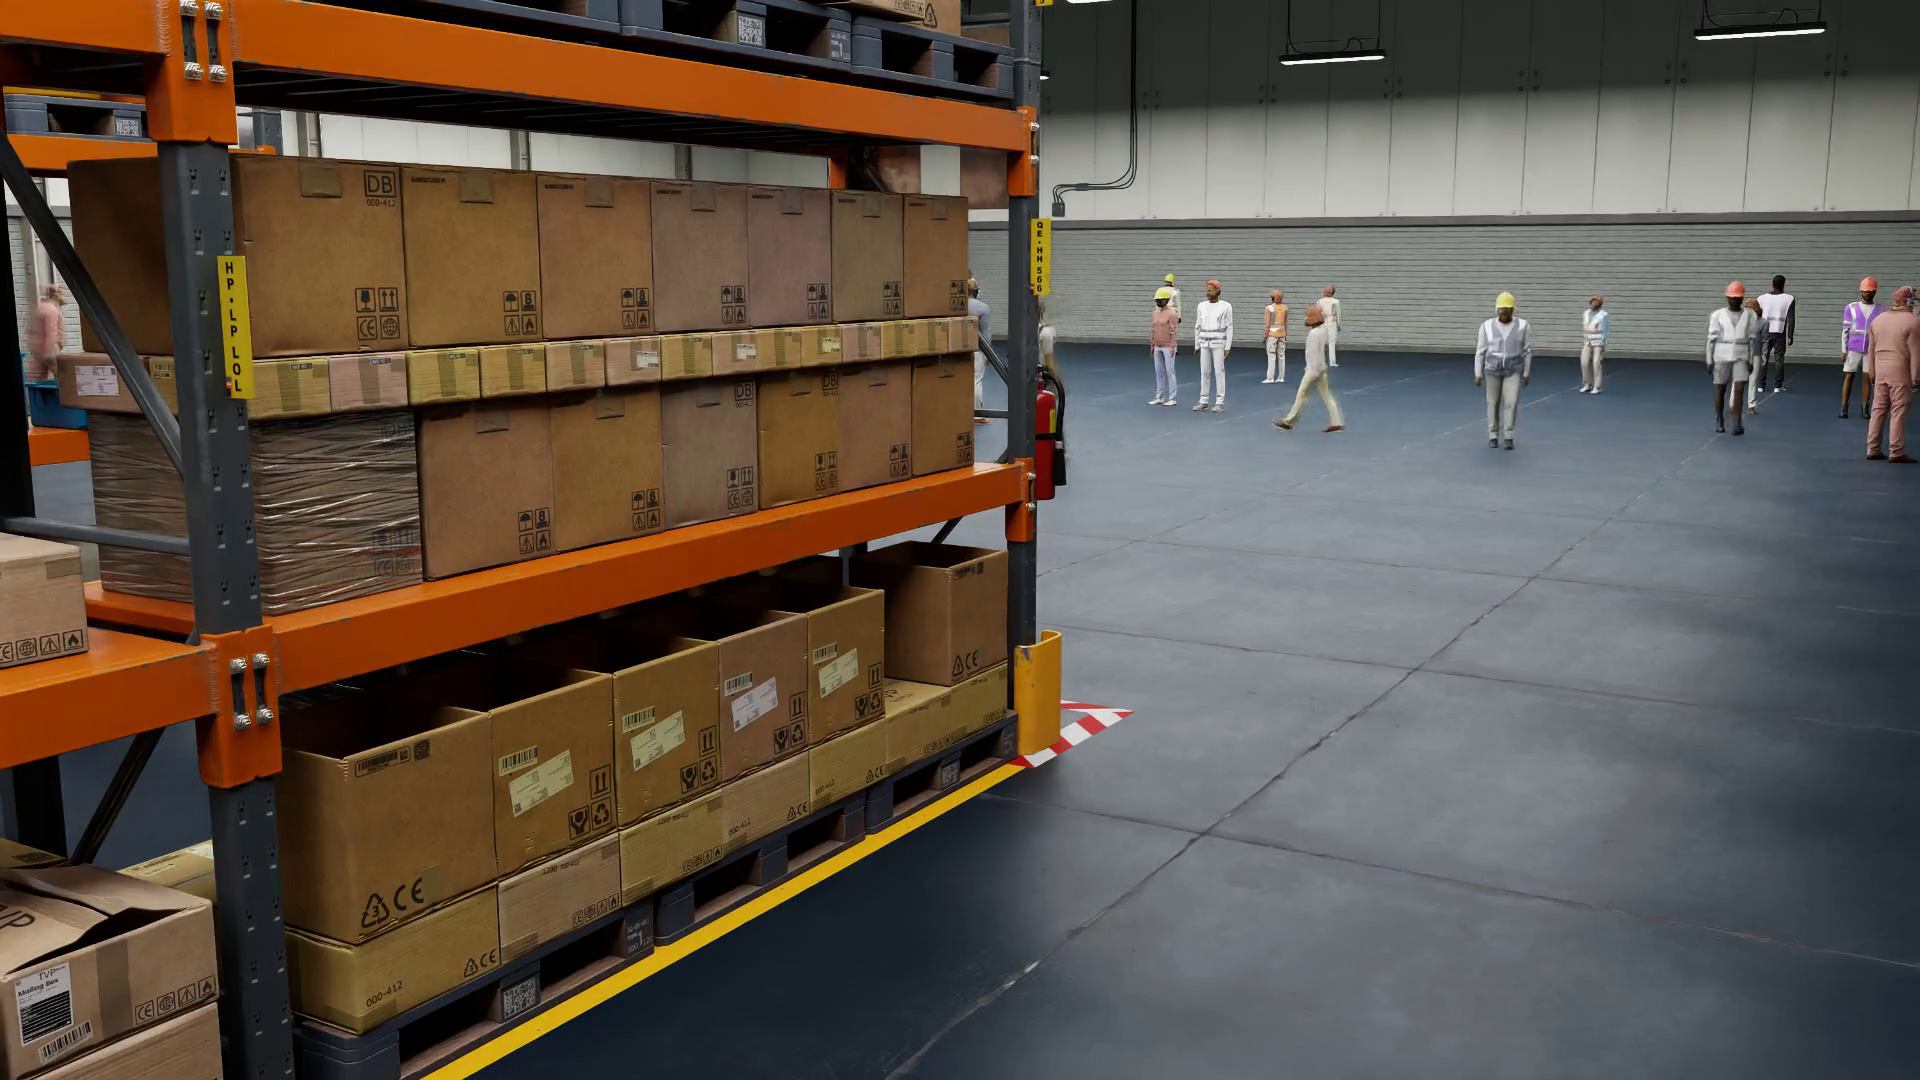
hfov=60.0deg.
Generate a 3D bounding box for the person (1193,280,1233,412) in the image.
[{"bbox_3d":[3.618,-2.774,23.836,0.586,1.882,0.341,8,12,38],"label":"person"}]

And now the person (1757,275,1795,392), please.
[{"bbox_3d":[13.371,-3.384,27.315,0.596,1.915,0.373,8,12,37],"label":"person"}]

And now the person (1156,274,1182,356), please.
[{"bbox_3d":[4.653,-4.994,37.006,0.588,1.826,0.403,4,11,23],"label":"person"}]

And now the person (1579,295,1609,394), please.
[{"bbox_3d":[10.246,-3.150,26.828,0.465,1.600,0.536,-6,11,-31],"label":"person"}]

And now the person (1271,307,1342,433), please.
[{"bbox_3d":[4.431,-2.140,21.004,0.892,1.584,0.504,4,11,23],"label":"person"}]

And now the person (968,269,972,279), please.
[{"bbox_3d":[0.176,-5.784,41.395,0.405,1.911,0.636,-4,10,-20],"label":"person"}]

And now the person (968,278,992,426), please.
[{"bbox_3d":[0.136,-2.465,21.867,0.636,1.939,0.364,5,11,29],"label":"person"}]

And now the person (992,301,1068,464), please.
[{"bbox_3d":[0.771,-1.677,17.706,0.992,1.795,0.527,-6,11,-30],"label":"person"}]

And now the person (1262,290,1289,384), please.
[{"bbox_3d":[5.524,-3.556,29.119,0.515,1.645,0.308,-6,11,-29],"label":"person"}]

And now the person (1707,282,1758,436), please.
[{"bbox_3d":[9.618,-2.249,20.732,0.570,1.894,0.932,3,10,19],"label":"person"}]

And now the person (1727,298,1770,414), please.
[{"bbox_3d":[11.121,-2.586,23.468,0.503,1.631,0.283,5,11,28],"label":"person"}]

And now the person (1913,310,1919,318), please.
[{"bbox_3d":[14.539,-2.999,25.657,0.527,1.722,0.921,4,11,23],"label":"person"}]

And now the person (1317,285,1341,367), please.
[{"bbox_3d":[7.422,-4.305,33.522,0.522,1.638,0.310,6,11,31],"label":"person"}]

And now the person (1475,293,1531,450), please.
[{"bbox_3d":[6.242,-1.931,19.145,0.618,1.797,0.839,3,10,19],"label":"person"}]

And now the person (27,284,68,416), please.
[{"bbox_3d":[-12.584,-2.592,22.925,0.703,1.849,0.650,-7,12,-37],"label":"person"}]

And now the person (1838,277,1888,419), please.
[{"bbox_3d":[12.378,-2.622,22.790,0.544,1.939,0.372,4,11,23],"label":"person"}]

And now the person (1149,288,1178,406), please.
[{"bbox_3d":[3.028,-2.878,24.831,0.349,1.758,0.522,-7,12,-36],"label":"person"}]

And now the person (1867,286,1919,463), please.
[{"bbox_3d":[10.155,-1.788,18.008,0.403,1.904,0.652,-3,10,-17],"label":"person"}]
